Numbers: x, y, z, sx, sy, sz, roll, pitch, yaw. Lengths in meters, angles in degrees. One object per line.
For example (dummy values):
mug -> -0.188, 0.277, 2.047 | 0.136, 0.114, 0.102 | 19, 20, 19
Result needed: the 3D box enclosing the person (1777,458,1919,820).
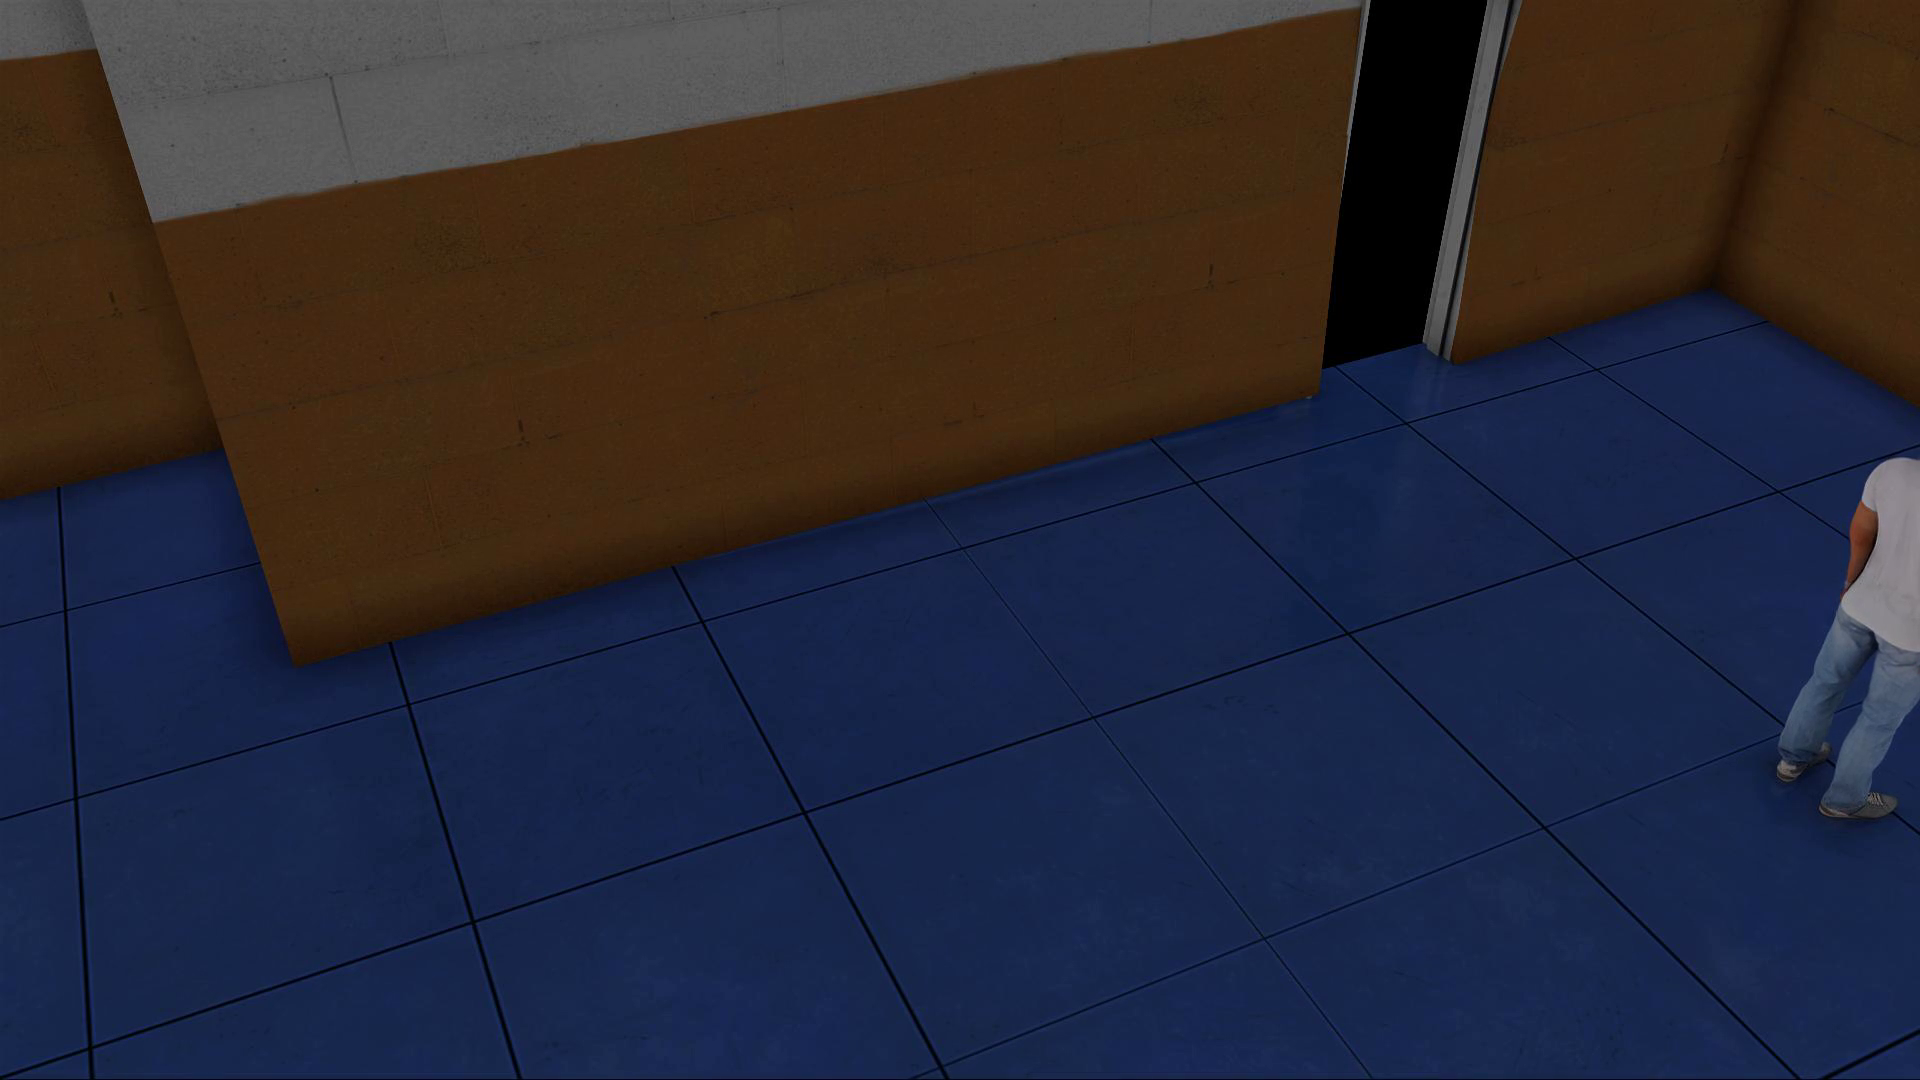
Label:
person -> 3.525, 0.276, 6.276 | 0.740, 1.867, 0.512 | -13, 39, -17
